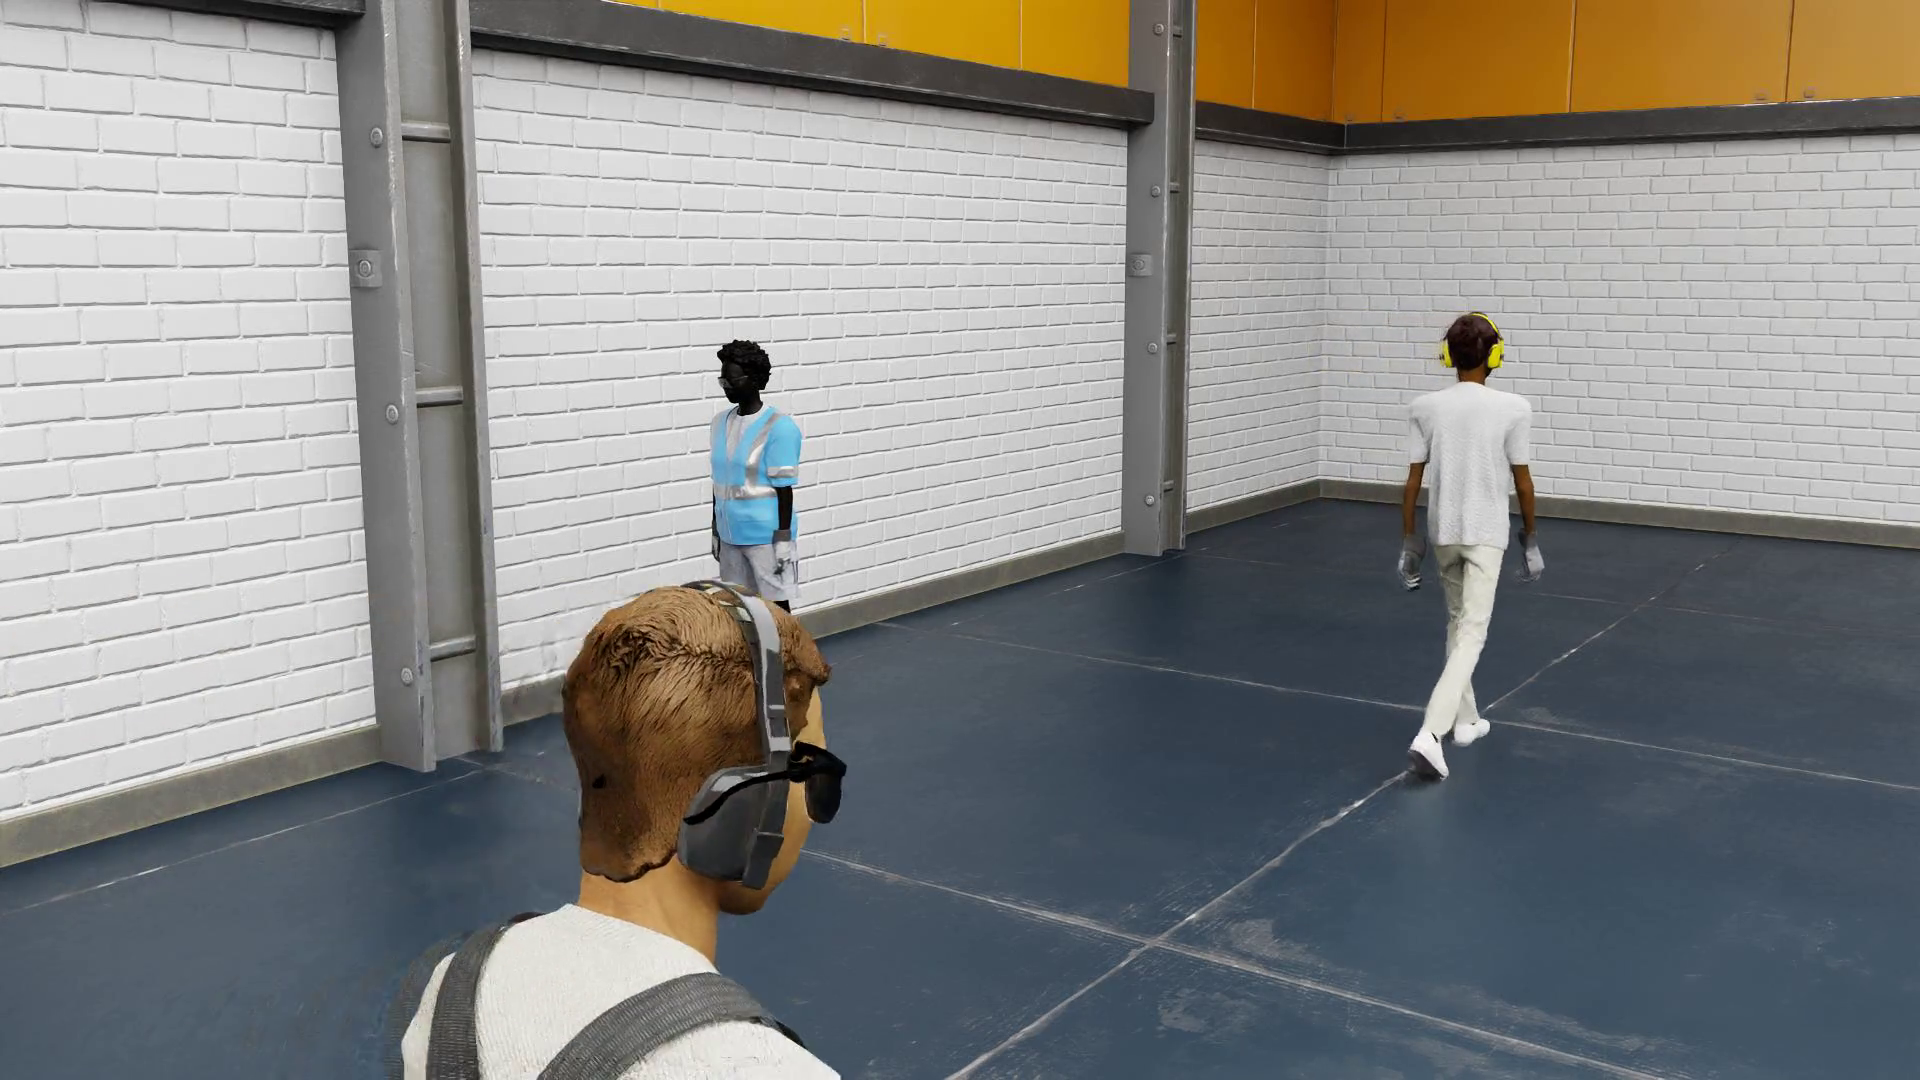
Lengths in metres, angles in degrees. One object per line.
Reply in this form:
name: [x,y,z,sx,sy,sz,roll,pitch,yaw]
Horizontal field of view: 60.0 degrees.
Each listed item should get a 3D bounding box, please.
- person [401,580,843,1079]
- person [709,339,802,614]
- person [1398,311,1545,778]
person: [-0.270,0.928,1.331,0.553,1.779,0.985,7,12,37]
person: [-0.892,-0.013,7.159,0.532,1.694,0.319,8,13,41]
person: [2.014,0.005,6.651,0.520,1.833,0.935,8,13,41]
